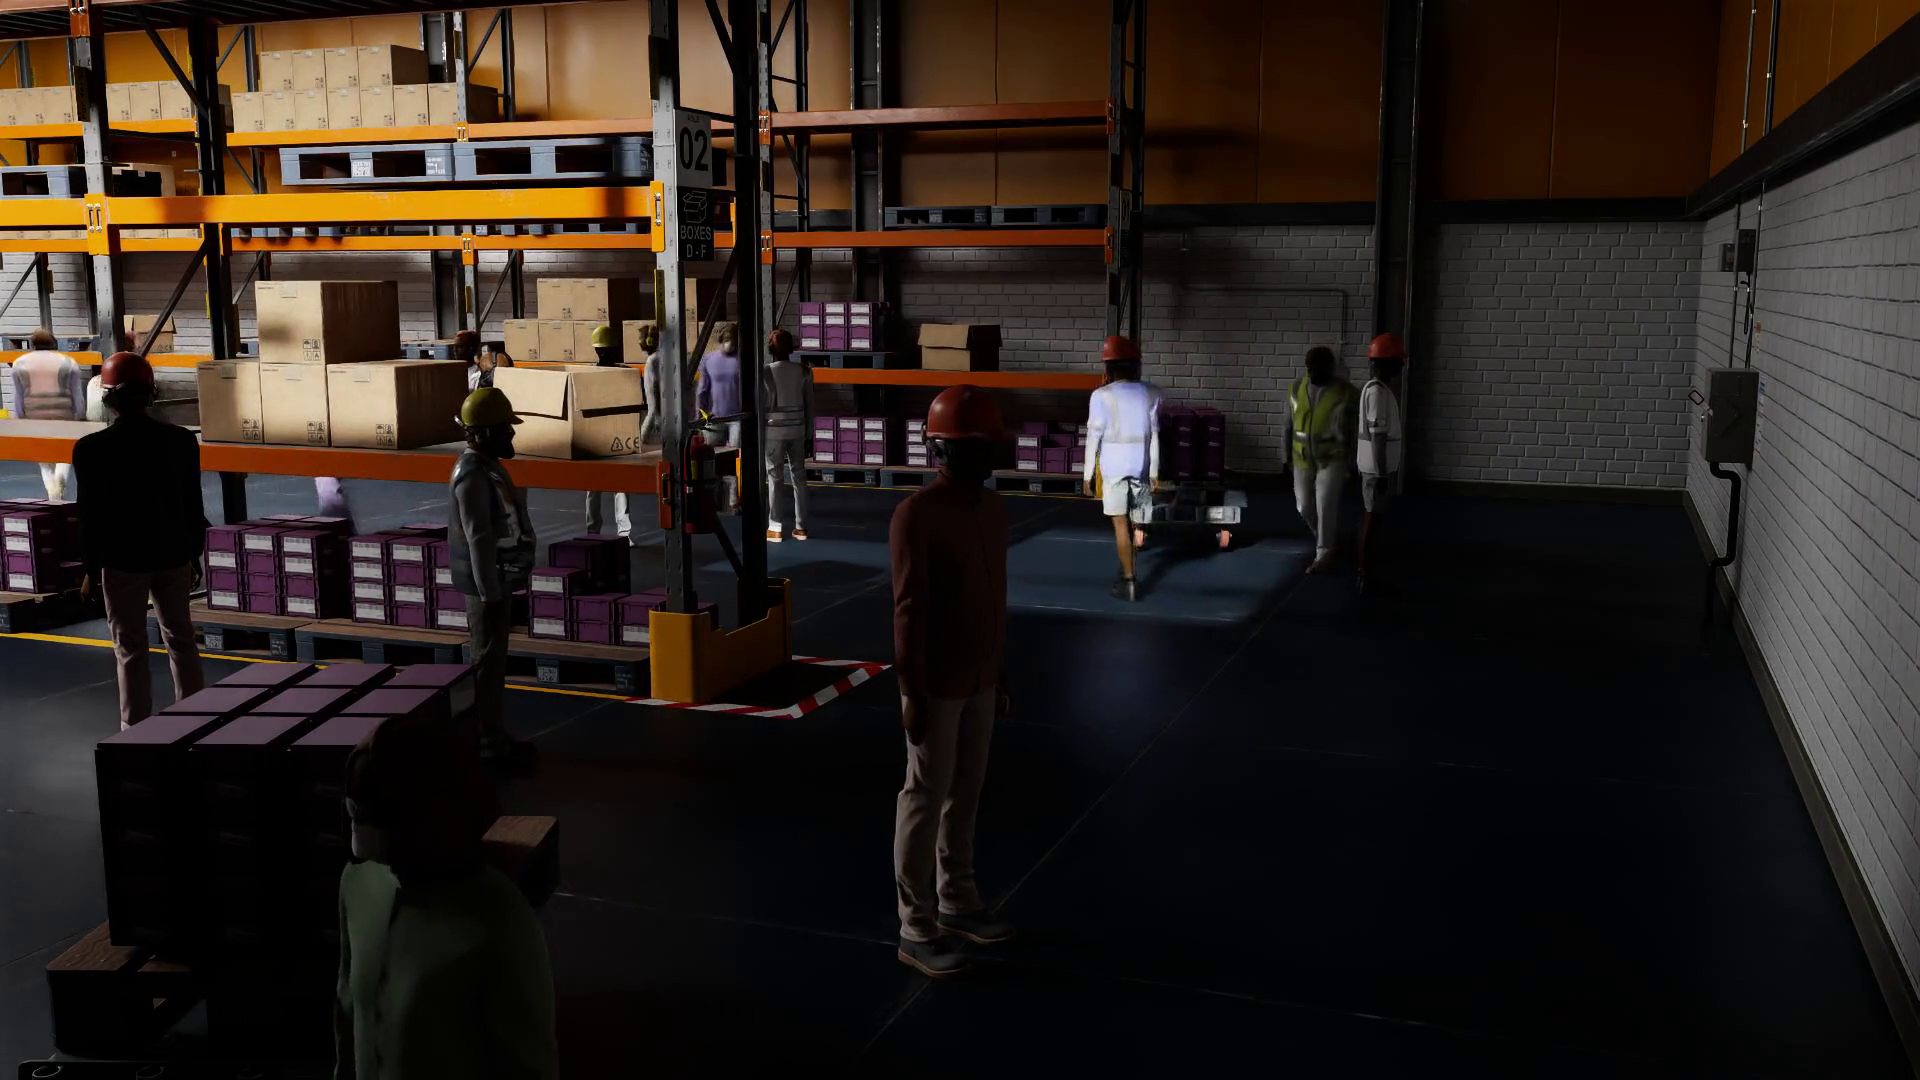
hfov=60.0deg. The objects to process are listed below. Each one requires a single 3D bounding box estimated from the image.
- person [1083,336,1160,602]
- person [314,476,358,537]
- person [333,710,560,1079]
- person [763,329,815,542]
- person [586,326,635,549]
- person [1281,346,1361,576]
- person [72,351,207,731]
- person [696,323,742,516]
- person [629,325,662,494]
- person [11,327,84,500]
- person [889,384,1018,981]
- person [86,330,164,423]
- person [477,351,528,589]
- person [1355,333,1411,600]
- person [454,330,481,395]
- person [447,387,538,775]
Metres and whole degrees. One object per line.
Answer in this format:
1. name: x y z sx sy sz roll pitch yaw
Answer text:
1. person: 1.144 -0.525 12.129 0.565 1.913 0.670 -5 10 -26
2. person: -5.389 -0.803 14.029 0.747 1.871 0.664 2 9 14
3. person: -0.898 1.090 2.887 0.507 1.631 0.269 6 11 34
4. person: -1.561 -0.921 14.733 0.576 1.885 0.355 -5 10 -29
5. person: -3.026 -0.873 14.293 0.591 1.927 0.366 -3 10 -20
6. person: 2.898 -0.648 13.258 0.663 1.815 0.691 7 11 36
7. person: -3.930 0.096 8.001 0.380 1.995 0.611 6 11 35
8. person: -2.288 -1.177 16.330 0.746 1.905 0.483 2 9 10
9. person: -3.312 -1.380 17.806 0.994 1.818 0.551 1 9 6
10. person: -9.380 -1.275 17.130 0.643 1.826 0.624 -3 10 -20
11. person: -0.003 0.465 5.681 0.392 1.995 0.612 6 11 33
12. person: -6.387 -0.661 12.877 0.921 1.955 0.620 3 10 21
13. person: -3.164 -0.389 11.557 0.429 1.836 0.620 -2 9 -9
14. person: 3.088 -0.541 12.178 0.358 1.938 0.548 2 9 11
15. person: -4.258 -0.876 14.449 0.582 1.884 0.351 8 12 41
16. person: -2.215 0.191 7.910 0.404 1.833 0.592 -2 9 -14
